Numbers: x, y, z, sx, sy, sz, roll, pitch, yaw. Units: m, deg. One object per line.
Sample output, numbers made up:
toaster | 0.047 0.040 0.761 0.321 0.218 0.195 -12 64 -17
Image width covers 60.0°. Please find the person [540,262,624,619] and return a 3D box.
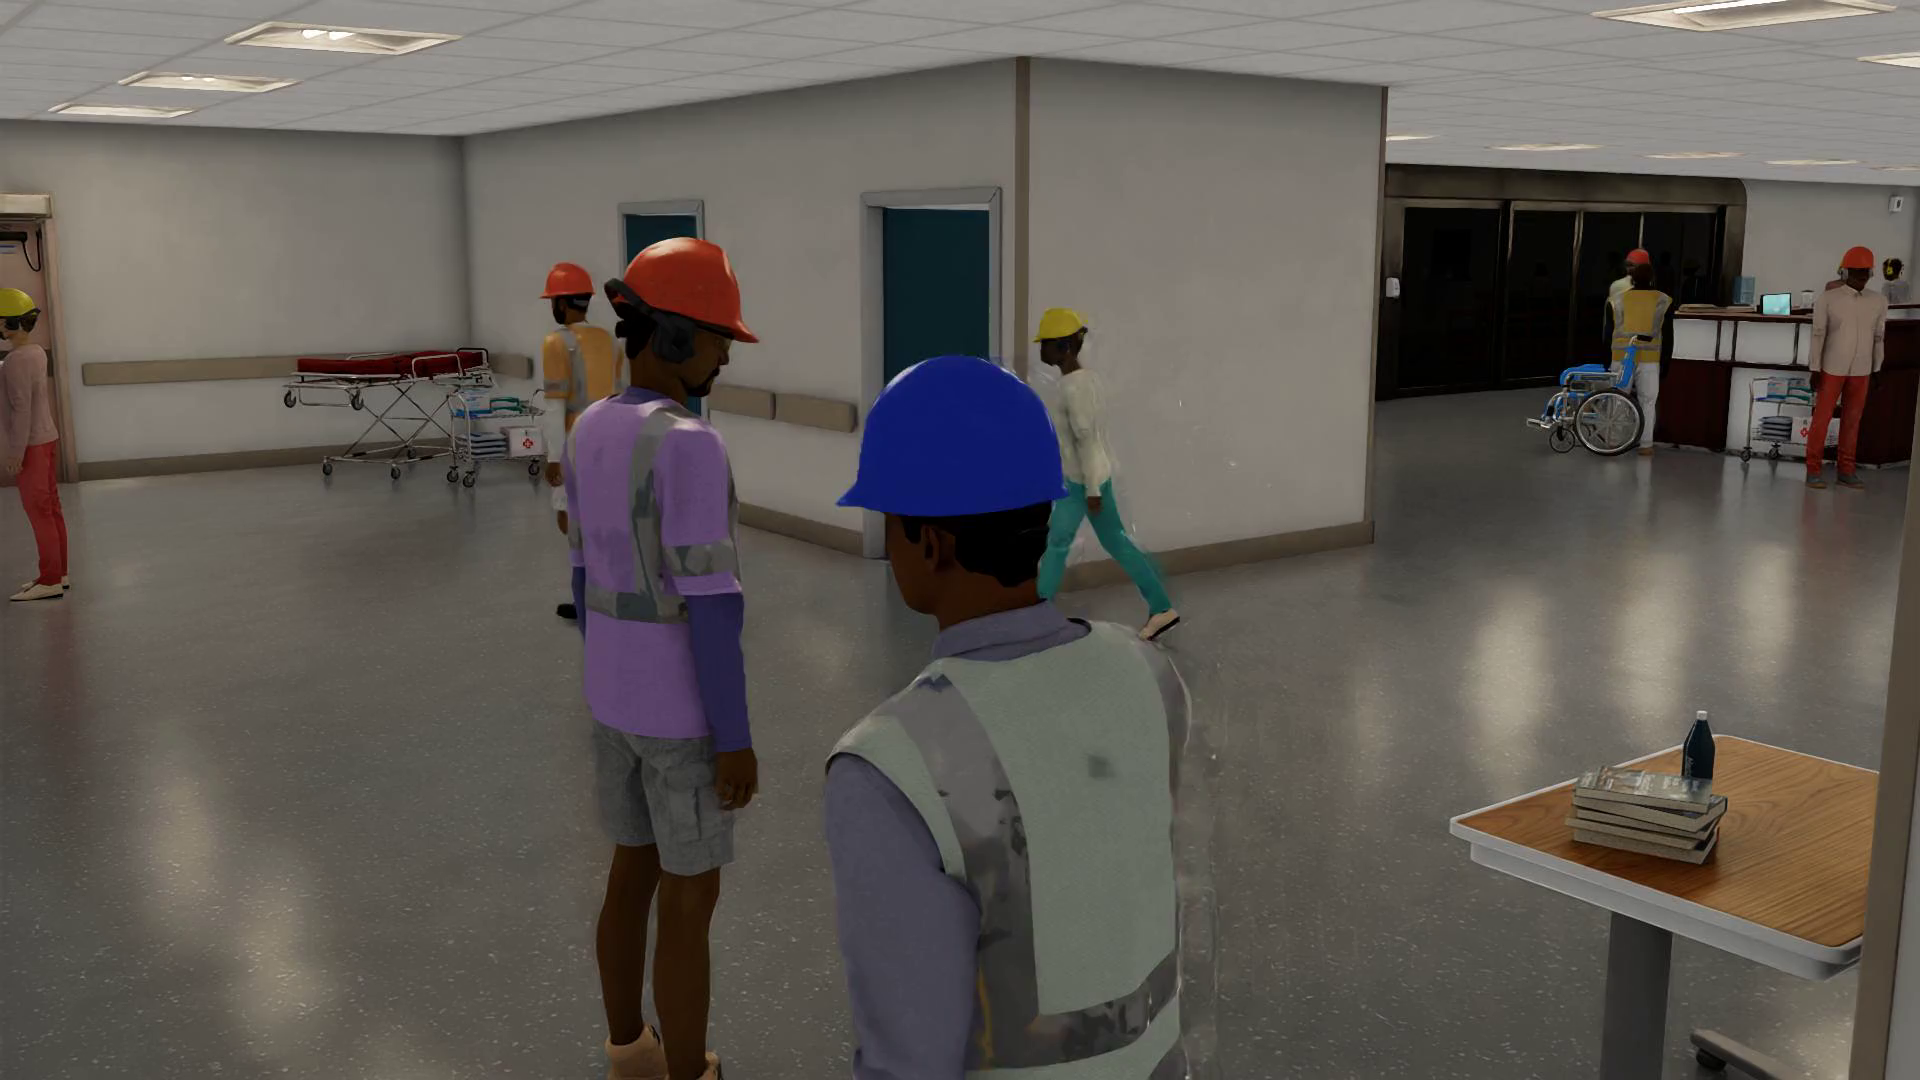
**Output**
person | -1.916 -0.491 8.757 0.651 1.924 0.572 5 11 24

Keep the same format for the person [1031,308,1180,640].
person | 0.668 -0.319 8.406 0.962 1.705 0.531 1 10 6

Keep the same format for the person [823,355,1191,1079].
person | 0.110 0.735 1.991 0.610 1.904 0.999 -10 14 -44

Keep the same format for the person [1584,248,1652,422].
person | 7.365 -2.249 18.502 0.856 1.973 0.615 -5 11 -26

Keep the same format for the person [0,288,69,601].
person | -5.318 -0.540 9.480 0.309 1.769 0.525 -3 11 -17

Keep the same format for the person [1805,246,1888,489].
person | 7.315 -1.411 13.713 0.612 1.994 0.394 0 10 0

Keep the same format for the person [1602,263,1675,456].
person | 6.468 -1.718 15.903 0.633 1.835 0.429 4 11 24

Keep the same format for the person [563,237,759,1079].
person | -0.629 0.357 3.711 0.401 2.033 0.605 -8 13 -36
